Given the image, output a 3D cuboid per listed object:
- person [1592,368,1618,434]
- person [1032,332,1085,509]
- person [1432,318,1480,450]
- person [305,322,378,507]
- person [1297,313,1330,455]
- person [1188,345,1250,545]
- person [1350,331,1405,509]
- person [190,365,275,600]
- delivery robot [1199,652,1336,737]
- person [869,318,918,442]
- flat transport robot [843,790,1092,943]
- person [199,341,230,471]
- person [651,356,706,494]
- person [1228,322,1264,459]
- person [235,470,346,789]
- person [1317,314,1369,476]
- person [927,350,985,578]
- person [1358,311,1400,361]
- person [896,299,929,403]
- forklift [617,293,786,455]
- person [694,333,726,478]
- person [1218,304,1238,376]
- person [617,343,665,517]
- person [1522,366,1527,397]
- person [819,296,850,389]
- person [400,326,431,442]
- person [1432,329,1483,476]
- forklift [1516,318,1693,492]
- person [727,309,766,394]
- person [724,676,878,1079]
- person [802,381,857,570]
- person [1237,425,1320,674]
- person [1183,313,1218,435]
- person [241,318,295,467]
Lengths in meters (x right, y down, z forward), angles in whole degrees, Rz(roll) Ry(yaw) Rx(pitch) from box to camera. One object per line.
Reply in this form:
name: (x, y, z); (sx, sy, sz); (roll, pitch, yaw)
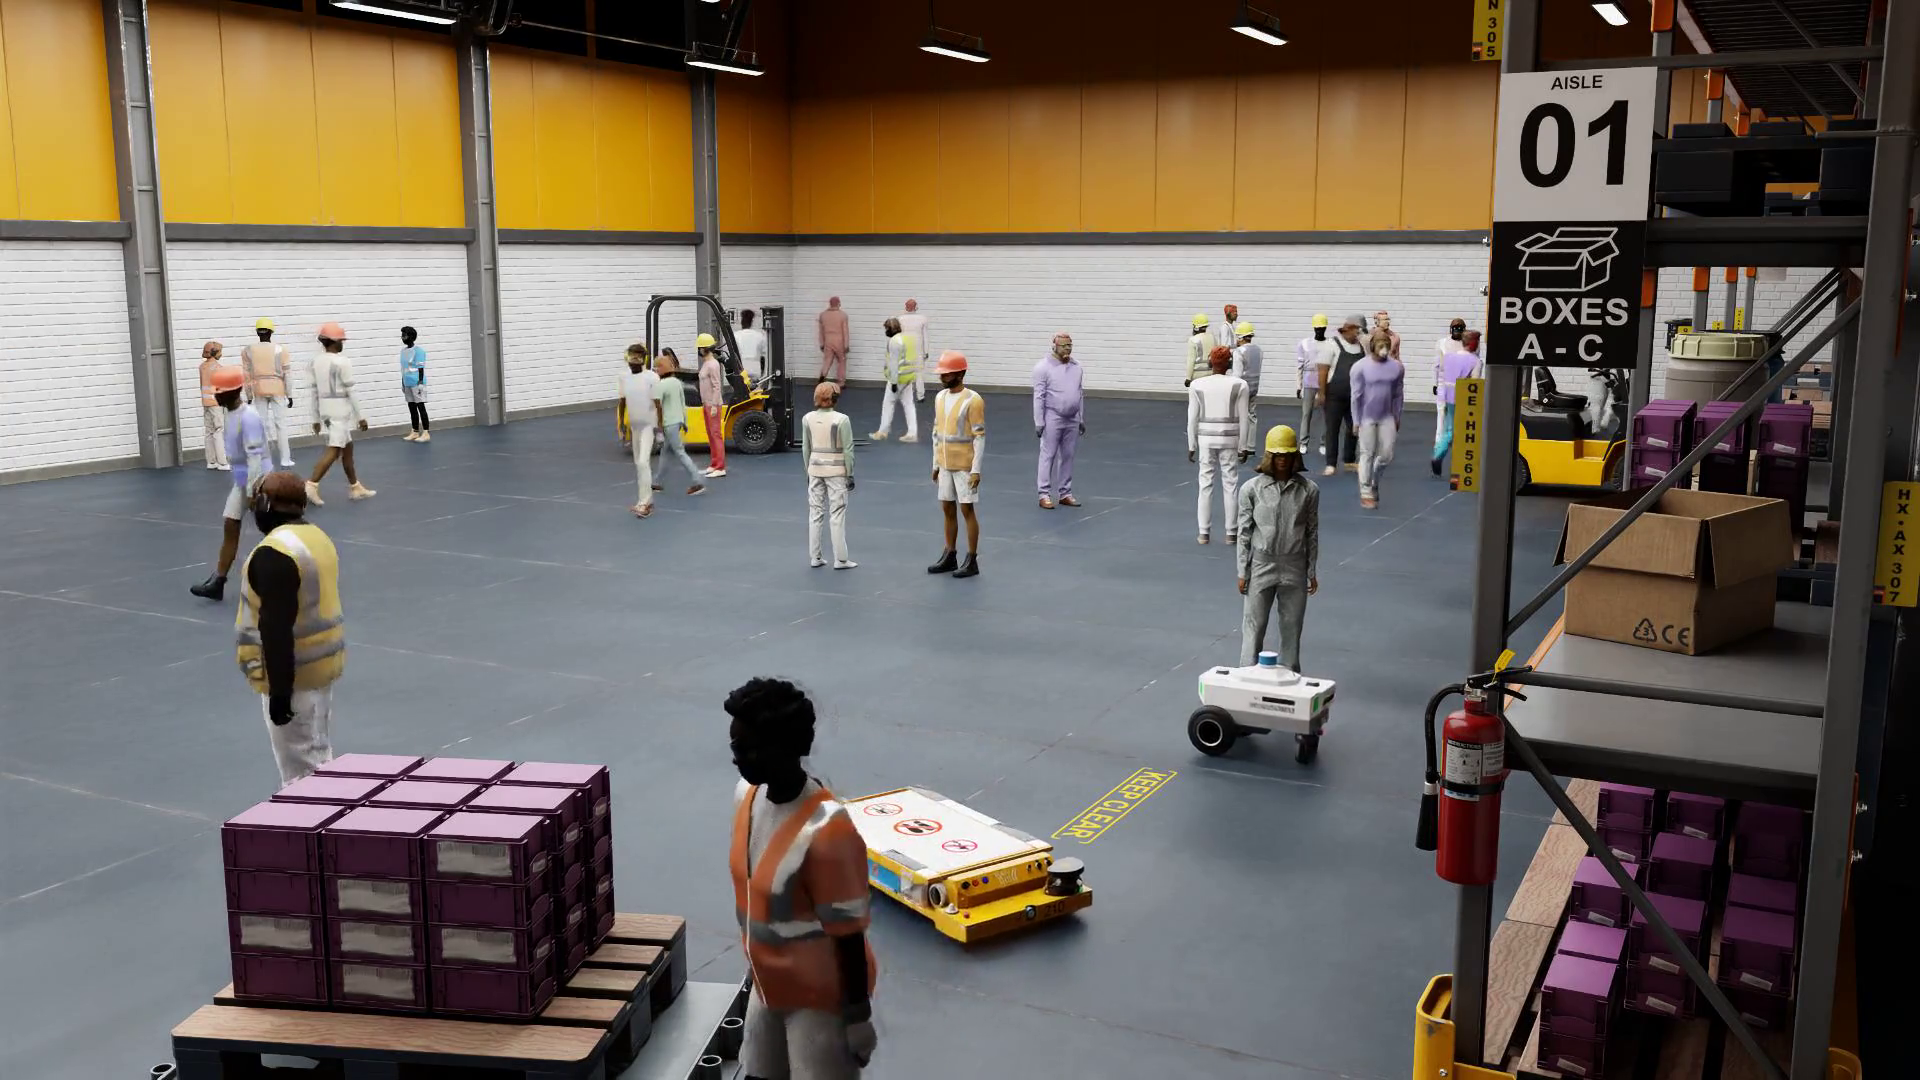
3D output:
person: (9.539, -2.427, 24.473); (0.457, 1.918, 0.649); (-3, 10, -17)
person: (1.091, -1.289, 17.925); (0.652, 1.906, 0.402); (-6, 12, -33)
person: (6.892, -2.162, 23.167); (0.626, 1.844, 0.429); (3, 10, 18)
person: (-6.869, -1.377, 18.176); (0.608, 2.007, 1.021); (7, 12, 37)
person: (4.878, -2.115, 22.649); (0.590, 1.926, 0.388); (2, 10, 10)
person: (2.439, -0.891, 15.693); (0.573, 1.883, 0.359); (3, 10, 17)
person: (4.473, -1.297, 17.938); (0.639, 1.926, 0.477); (-2, 10, -10)
person: (-5.635, -0.459, 13.210); (0.587, 1.874, 1.021); (9, 13, 41)
delivery robot: (1.686, 0.859, 9.131); (0.707, 0.478, 0.477); (6, 11, 29)
person: (-0.971, -2.317, 24.172); (0.838, 1.795, 0.668); (4, 11, 21)
flat transport robot: (-0.130, 1.367, 7.277); (0.652, 0.197, 1.431); (-7, 12, -35)
person: (-9.407, -1.689, 21.013); (0.514, 1.640, 0.310); (8, 12, 37)
person: (-3.271, -1.309, 18.970); (0.863, 1.585, 0.508); (3, 10, 19)
person: (3.782, -1.993, 22.210); (0.403, 1.834, 0.589); (9, 13, 43)
person: (-2.898, 0.618, 7.196); (0.433, 1.813, 0.735); (-1, 10, -4)
person: (4.794, -1.822, 20.624); (0.770, 2.000, 0.534); (-4, 11, -23)
person: (-0.047, -0.644, 14.112); (0.376, 1.933, 0.551); (-10, 14, -44)
person: (6.095, -2.373, 24.191); (0.649, 1.912, 0.409); (-1, 10, -8)
person: (-0.877, -3.472, 30.553); (0.641, 1.912, 0.410); (1, 10, 6)
forklift: (-3.588, -2.317, 23.042); (2.313, 2.155, 1.214); (-1, 10, -5)
person: (-3.078, -1.647, 20.412); (0.323, 1.765, 0.532); (-4, 10, -21)
person: (4.502, -3.016, 27.986); (0.339, 1.882, 0.581); (3, 10, 18)
person: (-3.329, -1.142, 17.358); (0.533, 1.819, 0.753); (5, 11, 26)
person: (7.682, -2.176, 22.966); (0.352, 1.940, 0.545); (3, 10, 19)
person: (-2.523, -3.941, 33.331); (0.662, 1.885, 0.785); (4, 11, 21)
person: (-7.964, -2.270, 24.241); (0.535, 1.690, 0.320); (8, 13, 38)
person: (6.084, -1.641, 20.178); (0.612, 1.826, 0.630); (-5, 11, -27)
forklift: (7.066, -1.601, 18.899); (2.313, 2.155, 1.214); (5, 11, 27)
person: (-3.184, -2.496, 24.902); (0.603, 1.918, 0.794); (-2, 10, -10)
person: (-0.359, 1.159, 4.389); (0.479, 1.672, 0.579); (-7, 12, -34)
person: (-1.140, -0.556, 14.451); (0.513, 1.641, 0.307); (5, 11, 28)
person: (1.881, 0.190, 9.835); (0.493, 1.743, 0.298); (-1, 10, -4)
person: (3.620, -2.505, 25.164); (0.595, 1.837, 0.404); (-8, 13, -40)
person: (-8.850, -1.878, 21.301); (0.584, 1.918, 0.376); (-2, 10, -12)
